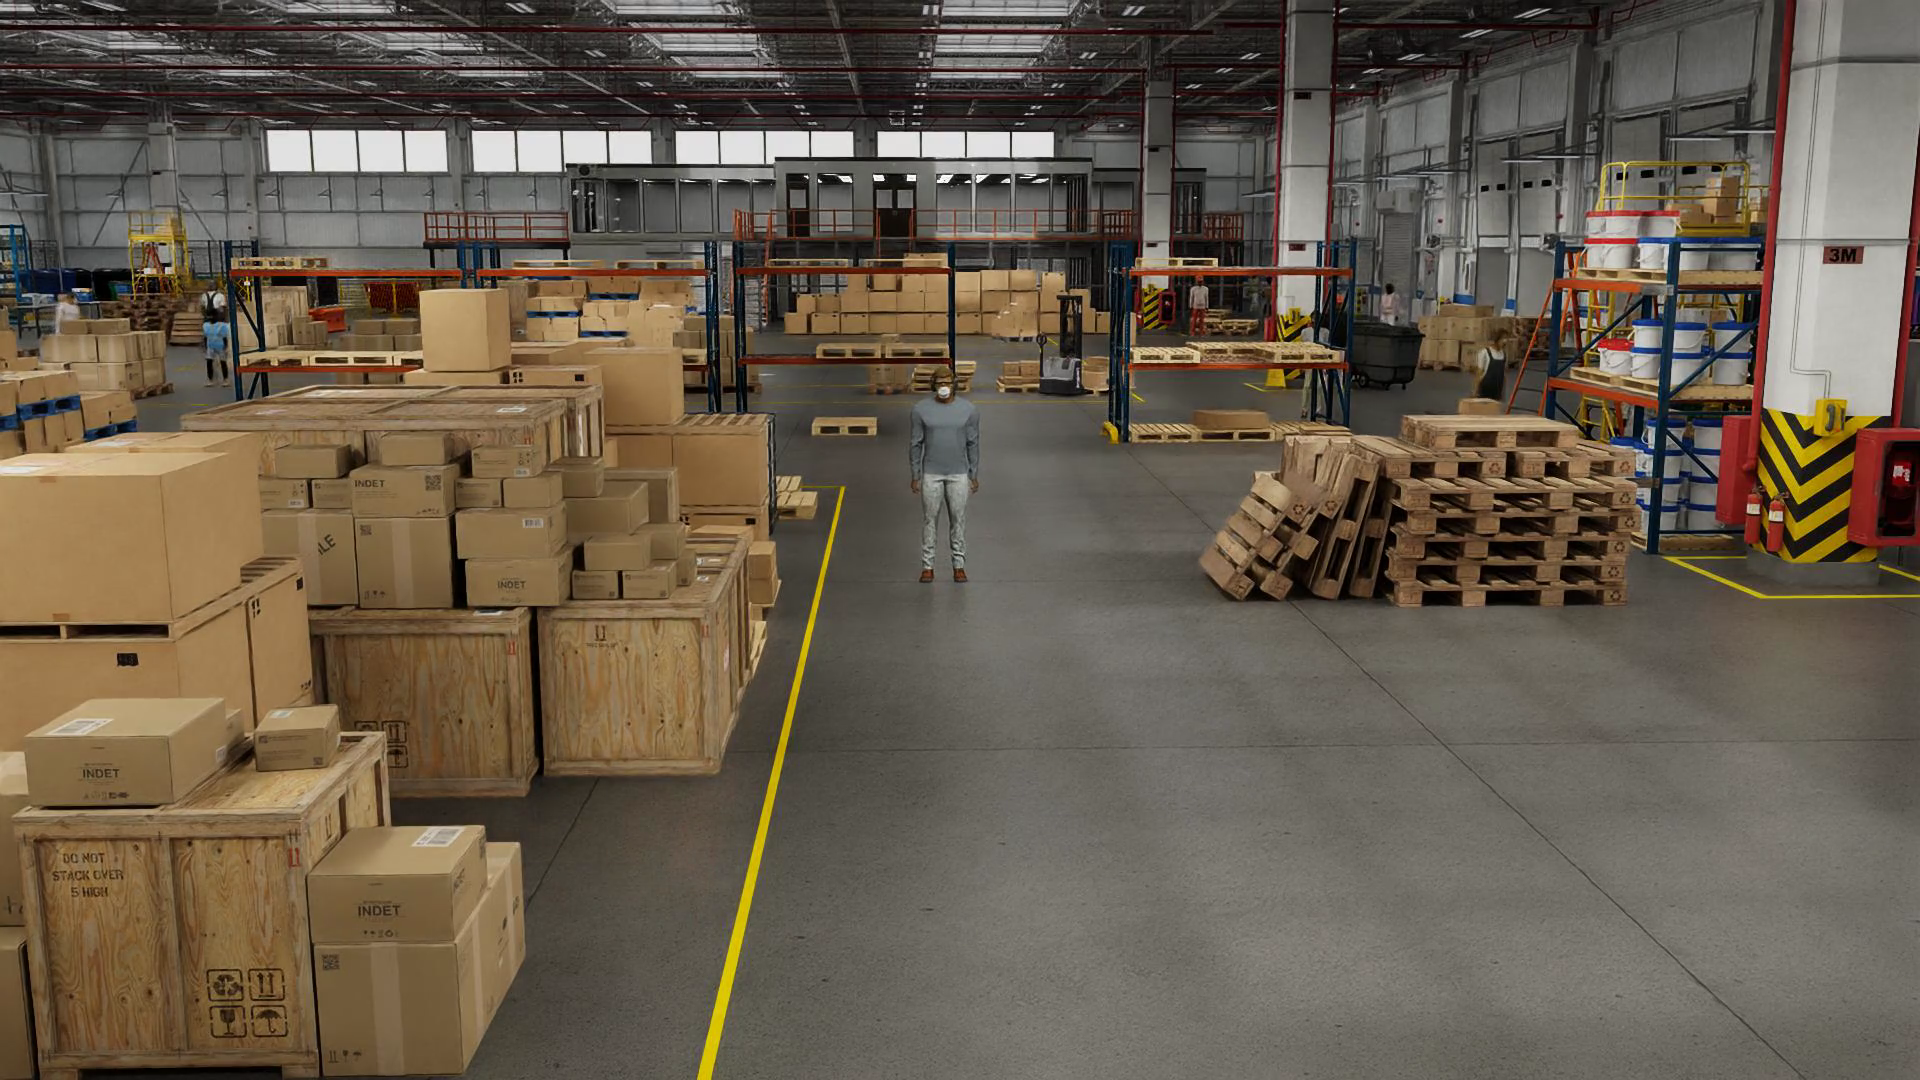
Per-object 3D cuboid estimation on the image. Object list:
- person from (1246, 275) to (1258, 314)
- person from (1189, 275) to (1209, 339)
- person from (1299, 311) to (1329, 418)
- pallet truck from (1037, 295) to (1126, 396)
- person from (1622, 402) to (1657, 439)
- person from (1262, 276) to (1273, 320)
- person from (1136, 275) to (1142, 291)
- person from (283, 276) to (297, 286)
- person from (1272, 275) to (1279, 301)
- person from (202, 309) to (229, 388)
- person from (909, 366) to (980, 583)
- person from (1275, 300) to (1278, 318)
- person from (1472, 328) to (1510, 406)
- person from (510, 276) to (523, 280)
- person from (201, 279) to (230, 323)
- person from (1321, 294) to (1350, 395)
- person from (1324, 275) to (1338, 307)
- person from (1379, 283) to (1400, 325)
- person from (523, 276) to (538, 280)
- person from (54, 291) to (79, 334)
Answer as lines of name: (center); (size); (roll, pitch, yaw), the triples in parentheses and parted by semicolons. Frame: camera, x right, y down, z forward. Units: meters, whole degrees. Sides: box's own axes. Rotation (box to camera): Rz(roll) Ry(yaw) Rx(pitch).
person: (12.351, -10.386, 69.912); (0.988, 1.790, 0.609); (-9, 14, -41)
person: (7.481, -7.275, 52.058); (0.643, 1.981, 0.422); (-2, 10, -9)
person: (6.113, -3.027, 28.660); (0.532, 1.870, 0.315); (0, 10, -3)
pallet truck: (2.483, -3.881, 33.060); (1.885, 1.965, 0.823); (-7, 13, -36)
person: (8.514, -1.548, 20.771); (0.493, 1.743, 0.298); (0, 10, -3)
person: (12.032, -9.430, 64.807); (0.541, 1.698, 0.315); (0, 10, -3)
person: (7.039, -9.417, 64.592); (0.526, 1.757, 0.404); (-7, 12, -32)
person: (-28.494, -10.594, 70.772); (0.584, 1.882, 0.344); (0, 10, -3)
person: (13.855, -10.894, 72.322); (0.615, 1.929, 0.626); (2, 10, 9)
person: (-15.470, -3.984, 34.579); (0.540, 1.645, 0.744); (-1, 10, -3)
person: (-0.138, -0.580, 14.832); (0.635, 1.938, 0.359); (0, 10, -3)
person: (8.342, -5.525, 42.536); (0.606, 1.888, 0.901); (4, 11, 23)
person: (7.480, -2.078, 23.496); (0.558, 1.825, 0.444); (-4, 11, -22)
person: (-19.615, -11.125, 73.684); (0.551, 1.903, 0.644); (-4, 11, -22)
person: (-20.032, -6.024, 44.882); (0.679, 2.000, 0.542); (2, 10, 11)
person: (7.440, -3.863, 32.962); (0.622, 1.995, 0.378); (0, 10, -3)
person: (14.247, -9.371, 63.928); (0.556, 1.896, 0.572); (-9, 14, -41)
person: (12.502, -6.561, 48.473); (0.630, 1.831, 0.444); (9, 14, 42)
person: (-15.824, -8.985, 61.361); (0.615, 2.044, 0.369); (0, 10, -3)
person: (-20.494, -4.738, 38.143); (0.345, 1.909, 0.799); (3, 11, 14)
